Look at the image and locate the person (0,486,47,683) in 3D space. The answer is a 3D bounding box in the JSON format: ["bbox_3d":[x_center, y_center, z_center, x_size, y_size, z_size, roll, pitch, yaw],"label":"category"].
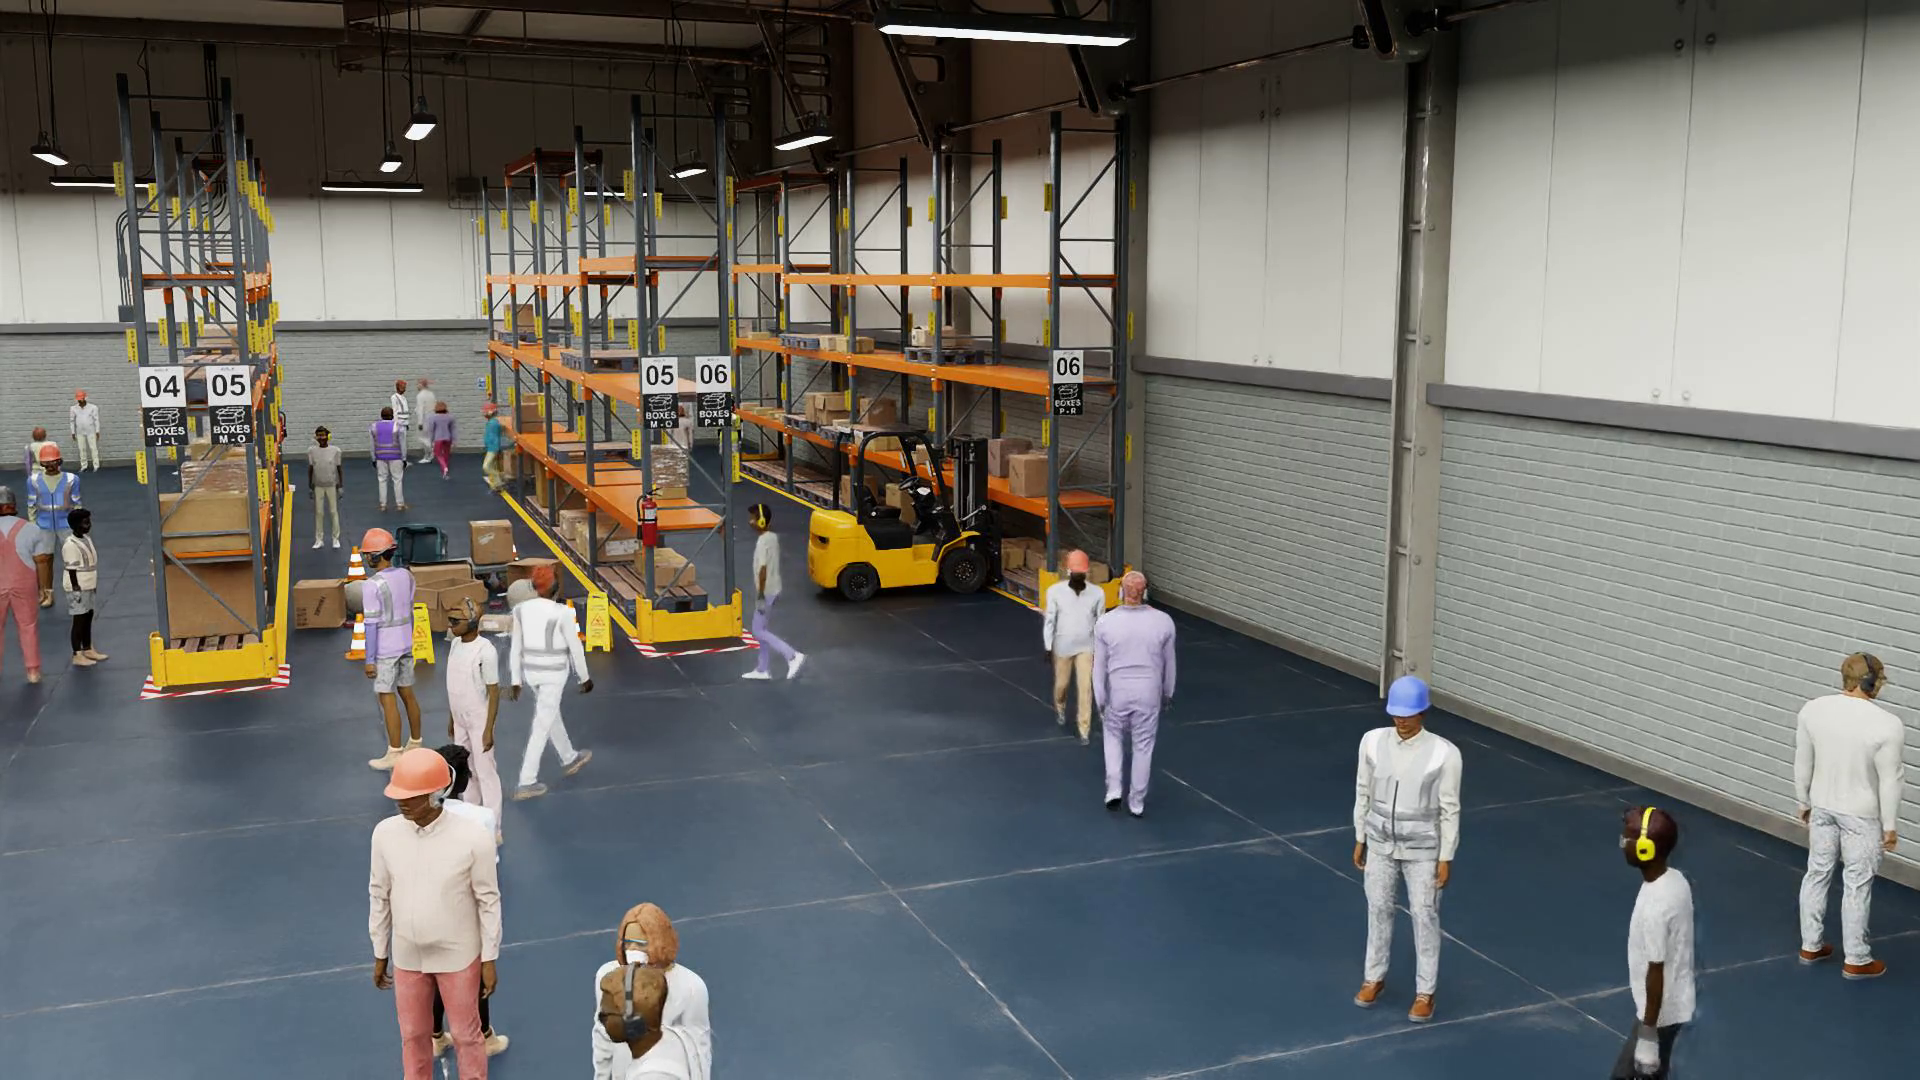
[{"bbox_3d":[-9.618,0.449,16.820,0.686,2.000,0.537,-5,11,-31],"label":"person"}]

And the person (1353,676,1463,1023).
[{"bbox_3d":[2.473,1.699,9.270,0.607,1.940,0.403,7,11,37],"label":"person"}]

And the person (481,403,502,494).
[{"bbox_3d":[-8.895,-1.724,31.450,0.466,1.732,0.586,-4,10,-25],"label":"person"}]

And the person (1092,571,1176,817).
[{"bbox_3d":[1.337,1.169,12.772,0.648,1.889,0.511,1,9,4],"label":"person"}]

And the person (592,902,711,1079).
[{"bbox_3d":[-1.252,2.252,6.744,0.499,1.634,0.285,2,9,14],"label":"person"}]

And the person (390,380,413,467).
[{"bbox_3d":[-12.085,-2.515,35.962,0.355,1.887,0.574,0,9,2],"label":"person"}]

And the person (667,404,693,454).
[{"bbox_3d":[-5.519,-1.870,32.757,0.502,1.617,0.540,-2,9,-9],"label":"person"}]

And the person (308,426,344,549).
[{"bbox_3d":[-9.624,-0.800,25.216,0.517,1.874,0.328,-2,9,-9],"label":"person"}]

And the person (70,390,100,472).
[{"bbox_3d":[-18.409,-2.285,34.985,0.574,1.738,0.352,-2,9,-10],"label":"person"}]

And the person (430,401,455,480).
[{"bbox_3d":[-10.399,-1.993,33.511,0.500,1.619,0.498,-6,11,-34],"label":"person"}]

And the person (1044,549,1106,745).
[{"bbox_3d":[1.024,0.912,14.907,0.564,1.725,0.763,0,9,-1],"label":"person"}]

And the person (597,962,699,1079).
[{"bbox_3d":[-1.129,2.323,5.696,0.709,1.818,0.535,0,9,0],"label":"person"}]

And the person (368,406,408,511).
[{"bbox_3d":[-10.039,-1.428,29.259,0.627,1.843,0.429,0,9,-3],"label":"person"}]

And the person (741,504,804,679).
[{"bbox_3d":[-1.928,0.541,16.878,0.634,1.850,0.543,1,9,7],"label":"person"}]

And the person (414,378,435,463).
[{"bbox_3d":[-11.764,-2.616,36.584,0.467,1.888,0.664,1,9,5],"label":"person"}]

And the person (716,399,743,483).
[{"bbox_3d":[-4.589,-1.972,33.136,0.539,1.695,0.318,3,10,20],"label":"person"}]

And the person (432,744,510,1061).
[{"bbox_3d":[-2.655,1.905,8.724,0.536,1.699,0.322,2,9,11],"label":"person"}]

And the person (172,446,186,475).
[{"bbox_3d":[-16.290,-2.177,34.642,0.317,1.629,0.508,-2,9,-11],"label":"person"}]

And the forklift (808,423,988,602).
[{"bbox_3d":[-0.830,-0.399,21.676,2.313,2.155,1.214,-4,10,-21],"label":"forklift"}]

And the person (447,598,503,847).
[{"bbox_3d":[-3.507,1.320,11.949,0.504,1.847,0.344,7,12,39],"label":"person"}]

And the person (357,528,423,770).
[{"bbox_3d":[-4.812,0.908,13.966,0.415,2.034,0.606,2,9,15],"label":"person"}]

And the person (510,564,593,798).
[{"bbox_3d":[-3.294,1.100,13.405,0.579,1.831,1.000,5,10,29],"label":"person"}]

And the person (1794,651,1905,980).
[{"bbox_3d":[5.240,1.612,9.831,0.379,1.937,0.629,-5,10,-30],"label":"person"}]

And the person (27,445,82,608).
[{"bbox_3d":[-11.263,-0.172,20.724,0.605,2.044,0.374,-4,10,-22],"label":"person"}]

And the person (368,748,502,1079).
[{"bbox_3d":[-2.438,1.921,7.708,0.621,1.990,0.391,1,9,7],"label":"person"}]

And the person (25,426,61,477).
[{"bbox_3d":[-15.307,-1.092,27.791,0.541,1.624,0.361,-4,10,-24],"label":"person"}]

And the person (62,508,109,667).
[{"bbox_3d":[-9.303,0.501,17.611,0.321,1.686,0.539,-1,9,-9],"label":"person"}]

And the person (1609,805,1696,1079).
[{"bbox_3d":[3.119,2.075,7.262,0.747,1.840,0.547,5,11,31],"label":"person"}]
